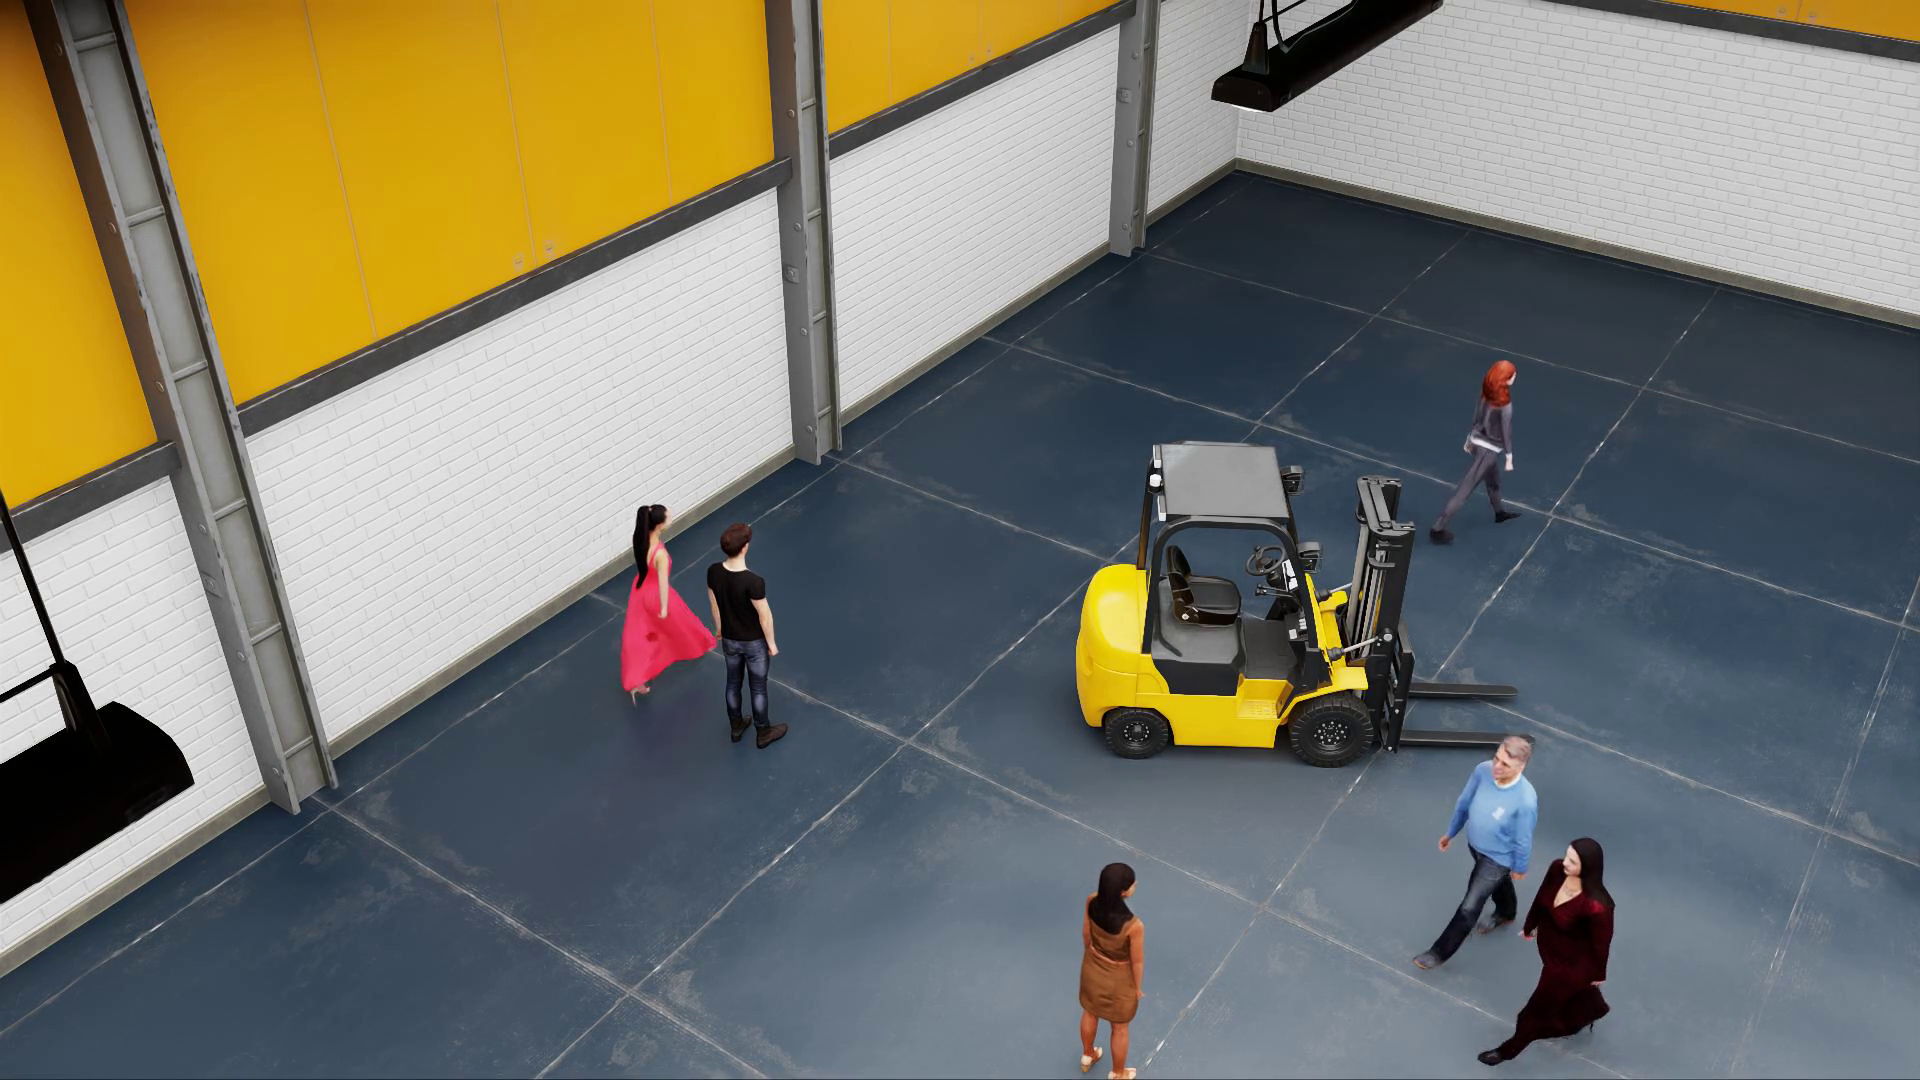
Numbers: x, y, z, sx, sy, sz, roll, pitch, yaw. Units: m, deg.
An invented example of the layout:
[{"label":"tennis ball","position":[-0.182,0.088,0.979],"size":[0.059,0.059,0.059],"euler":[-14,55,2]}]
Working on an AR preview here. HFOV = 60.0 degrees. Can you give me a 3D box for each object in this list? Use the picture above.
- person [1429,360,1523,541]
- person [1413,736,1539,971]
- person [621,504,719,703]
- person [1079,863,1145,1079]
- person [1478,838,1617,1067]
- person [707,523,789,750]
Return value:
[{"label":"person","position":[4.534,-0.735,14.606],"size":[1.234,1.722,1.110],"euler":[-8,34,-12]},{"label":"person","position":[3.443,1.920,10.564],"size":[1.243,1.775,1.046],"euler":[-13,36,-19]},{"label":"person","position":[-2.420,0.517,12.766],"size":[0.642,1.675,1.162],"euler":[22,40,30]},{"label":"person","position":[0.880,2.541,9.710],"size":[0.578,1.686,0.540],"euler":[27,42,34]},{"label":"person","position":[3.687,2.430,9.863],"size":[1.217,1.701,1.133],"euler":[-7,34,-11]},{"label":"person","position":[-1.597,0.715,12.267],"size":[0.715,1.896,0.630],"euler":[15,36,21]}]
